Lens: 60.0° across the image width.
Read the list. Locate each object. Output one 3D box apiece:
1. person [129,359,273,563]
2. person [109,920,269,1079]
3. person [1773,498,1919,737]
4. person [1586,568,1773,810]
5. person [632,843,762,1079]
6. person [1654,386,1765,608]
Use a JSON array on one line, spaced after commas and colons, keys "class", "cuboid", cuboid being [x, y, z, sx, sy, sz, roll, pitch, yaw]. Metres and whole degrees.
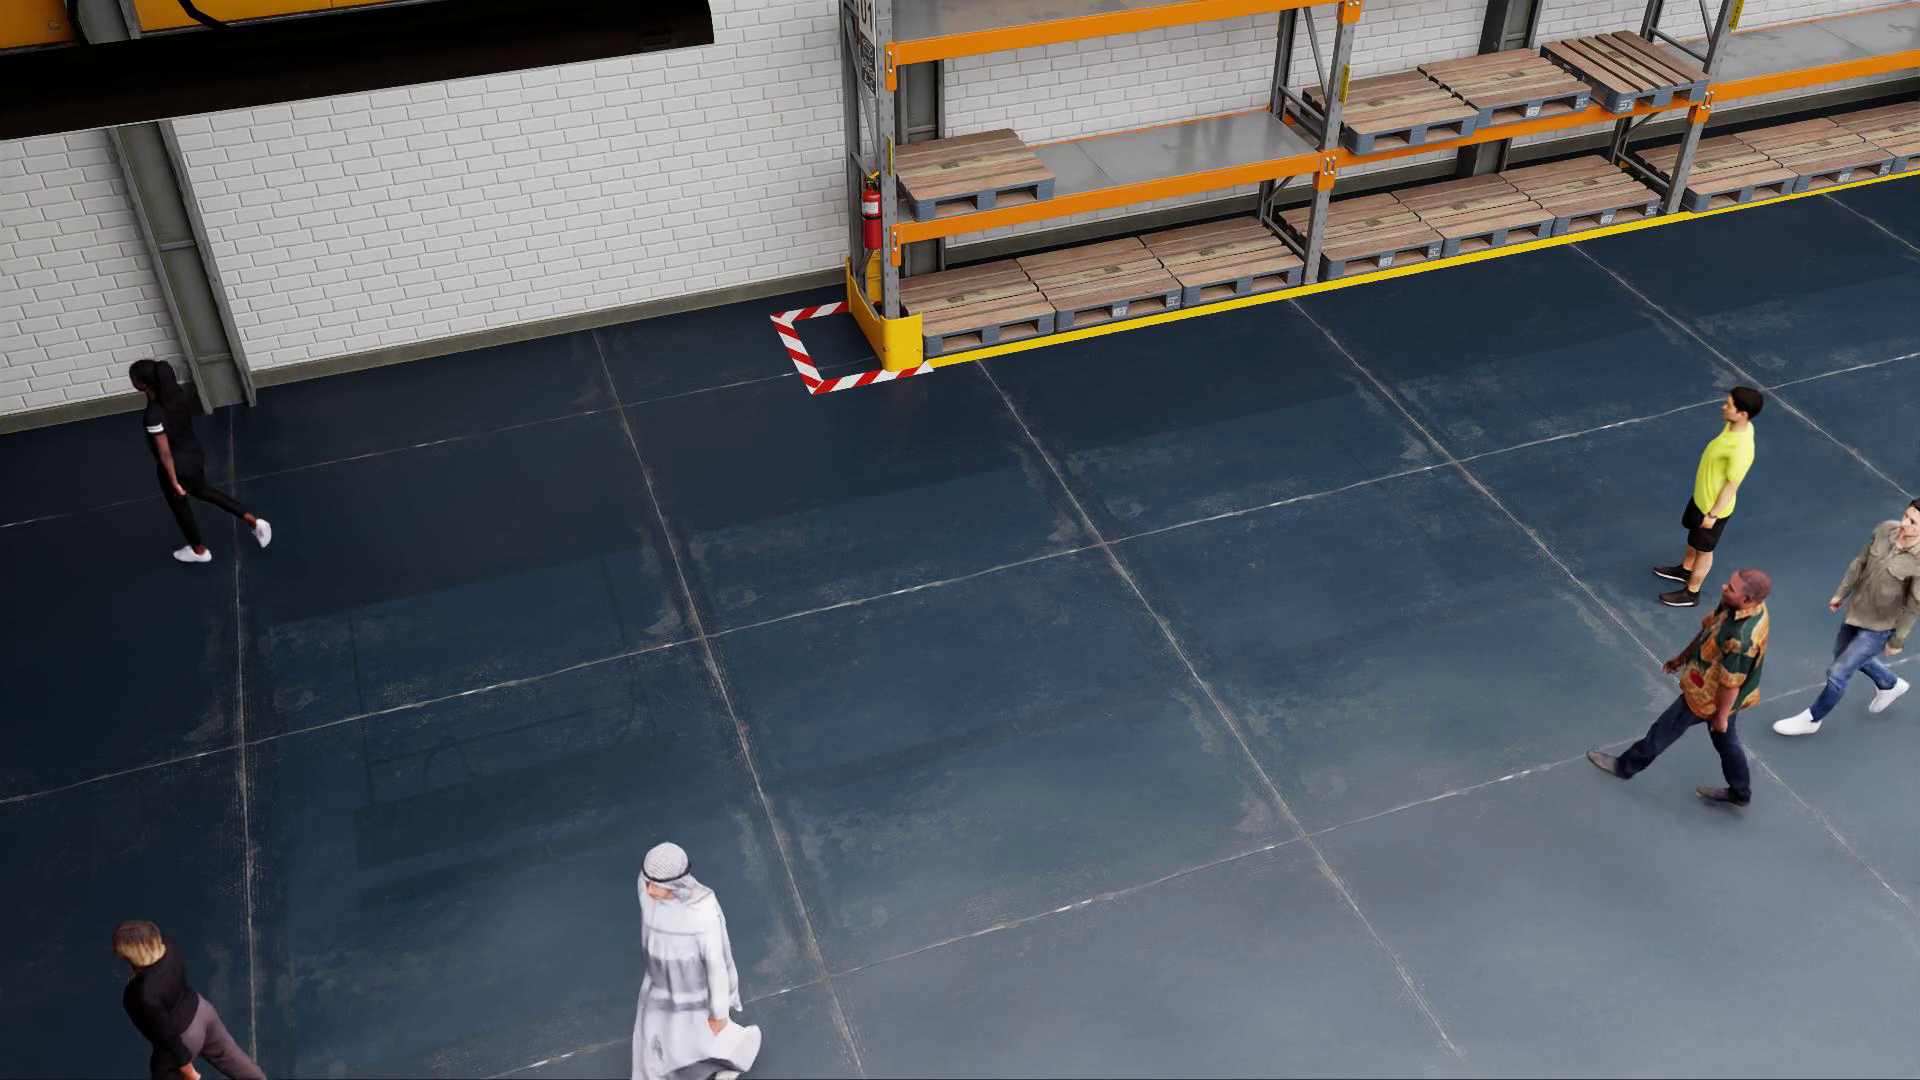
[{"class": "person", "cuboid": [-5.311, -0.529, 11.530, 1.078, 1.715, 0.870, 2, 39, 2]}, {"class": "person", "cuboid": [-3.597, 2.375, 7.955, 1.066, 1.639, 0.785, -3, 39, -4]}, {"class": "person", "cuboid": [5.663, 0.469, 10.176, 1.181, 1.845, 0.883, -3, 39, -4]}, {"class": "person", "cuboid": [4.497, 0.900, 9.708, 1.242, 1.756, 1.206, 17, 42, 20]}, {"class": "person", "cuboid": [-1.271, 2.107, 8.081, 1.073, 1.900, 1.211, 23, 44, 27]}, {"class": "person", "cuboid": [5.114, -0.309, 11.260, 0.718, 1.709, 0.702, 8, 39, 10]}]
